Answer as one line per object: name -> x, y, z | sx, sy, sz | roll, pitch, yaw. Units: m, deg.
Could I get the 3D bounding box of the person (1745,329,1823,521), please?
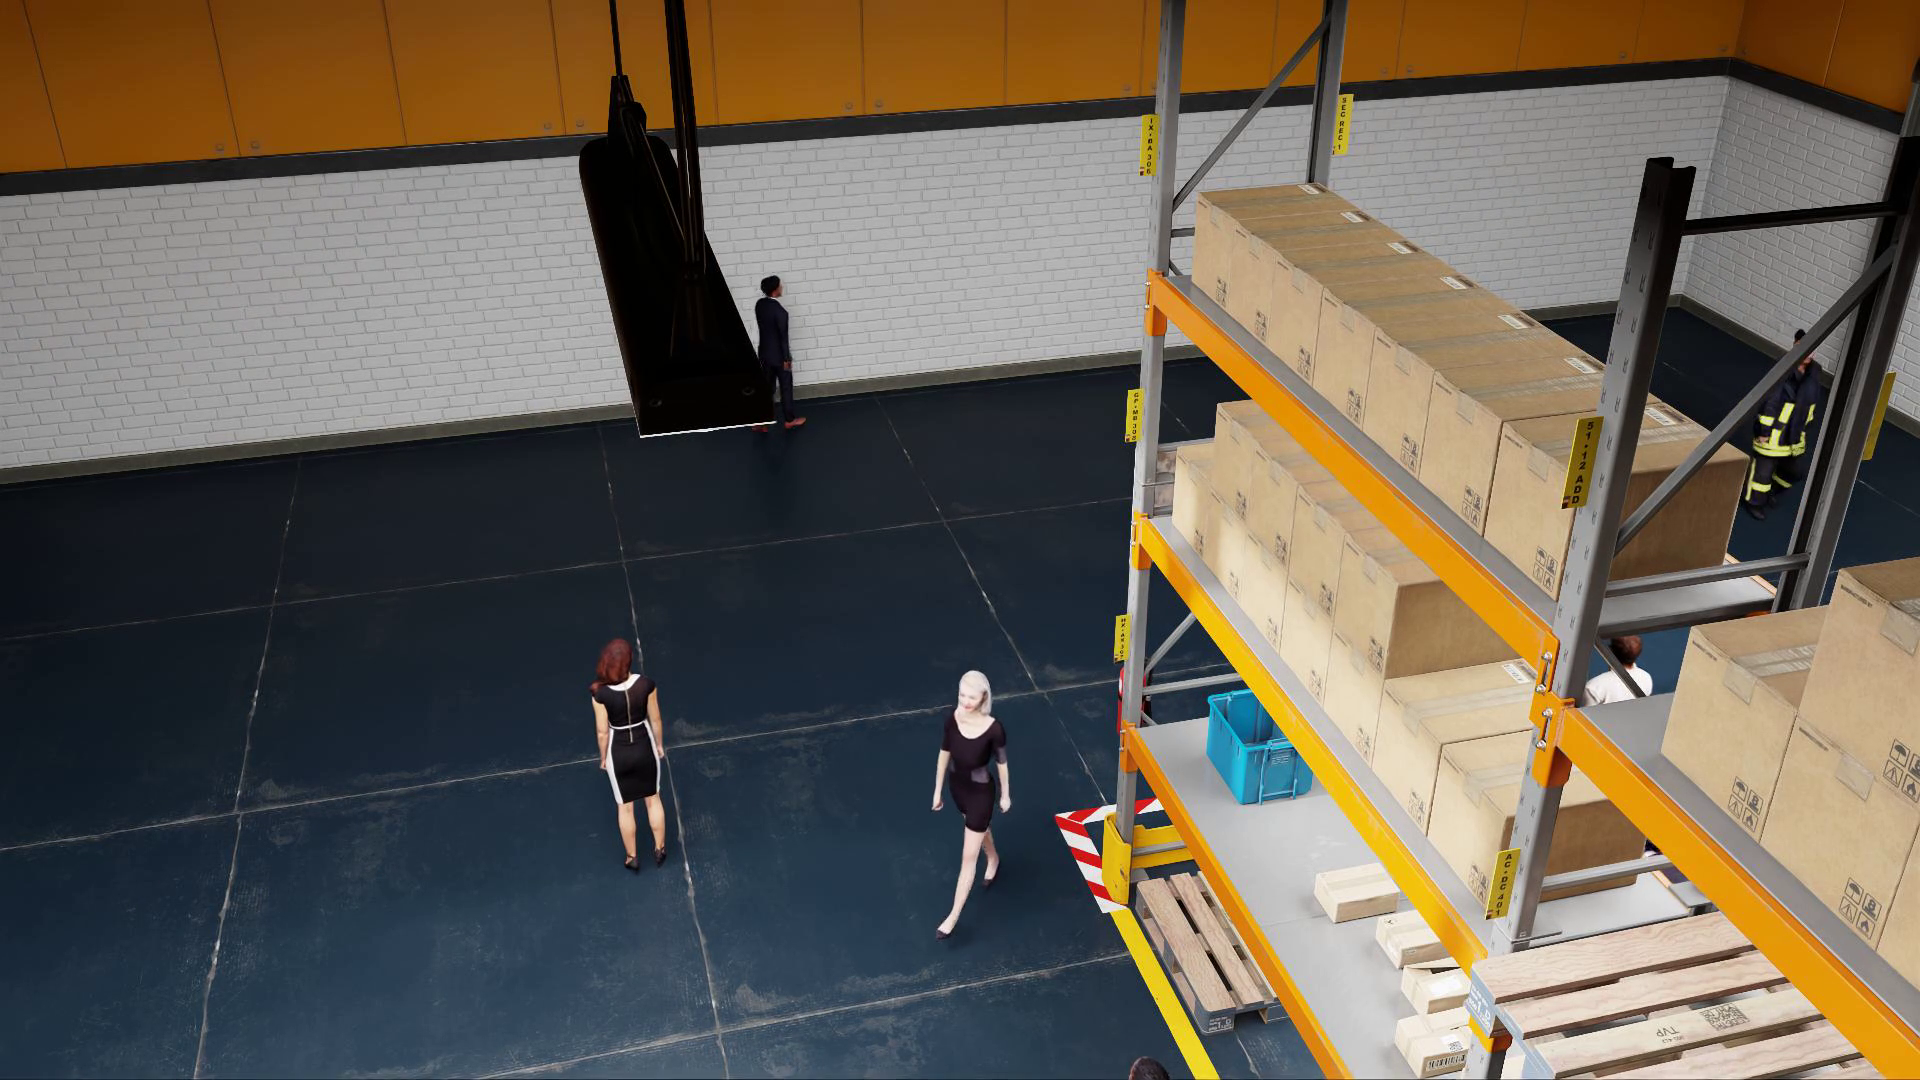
person -> 7.643, -1.115, 15.523 | 0.802, 1.856, 0.801 | -3, 29, -5

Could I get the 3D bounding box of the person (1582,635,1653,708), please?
person -> 4.241, 1.397, 10.918 | 0.653, 1.856, 0.560 | -8, 30, -14

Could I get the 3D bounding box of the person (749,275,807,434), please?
person -> -1.947, -1.899, 17.098 | 0.978, 1.724, 0.974 | 23, 36, 35

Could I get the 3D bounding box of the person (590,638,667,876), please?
person -> -2.153, 1.427, 10.925 | 0.600, 1.797, 0.511 | -11, 30, -18

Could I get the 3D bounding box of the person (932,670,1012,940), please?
person -> 0.123, 1.595, 10.635 | 1.123, 1.780, 1.196 | 15, 32, 25
